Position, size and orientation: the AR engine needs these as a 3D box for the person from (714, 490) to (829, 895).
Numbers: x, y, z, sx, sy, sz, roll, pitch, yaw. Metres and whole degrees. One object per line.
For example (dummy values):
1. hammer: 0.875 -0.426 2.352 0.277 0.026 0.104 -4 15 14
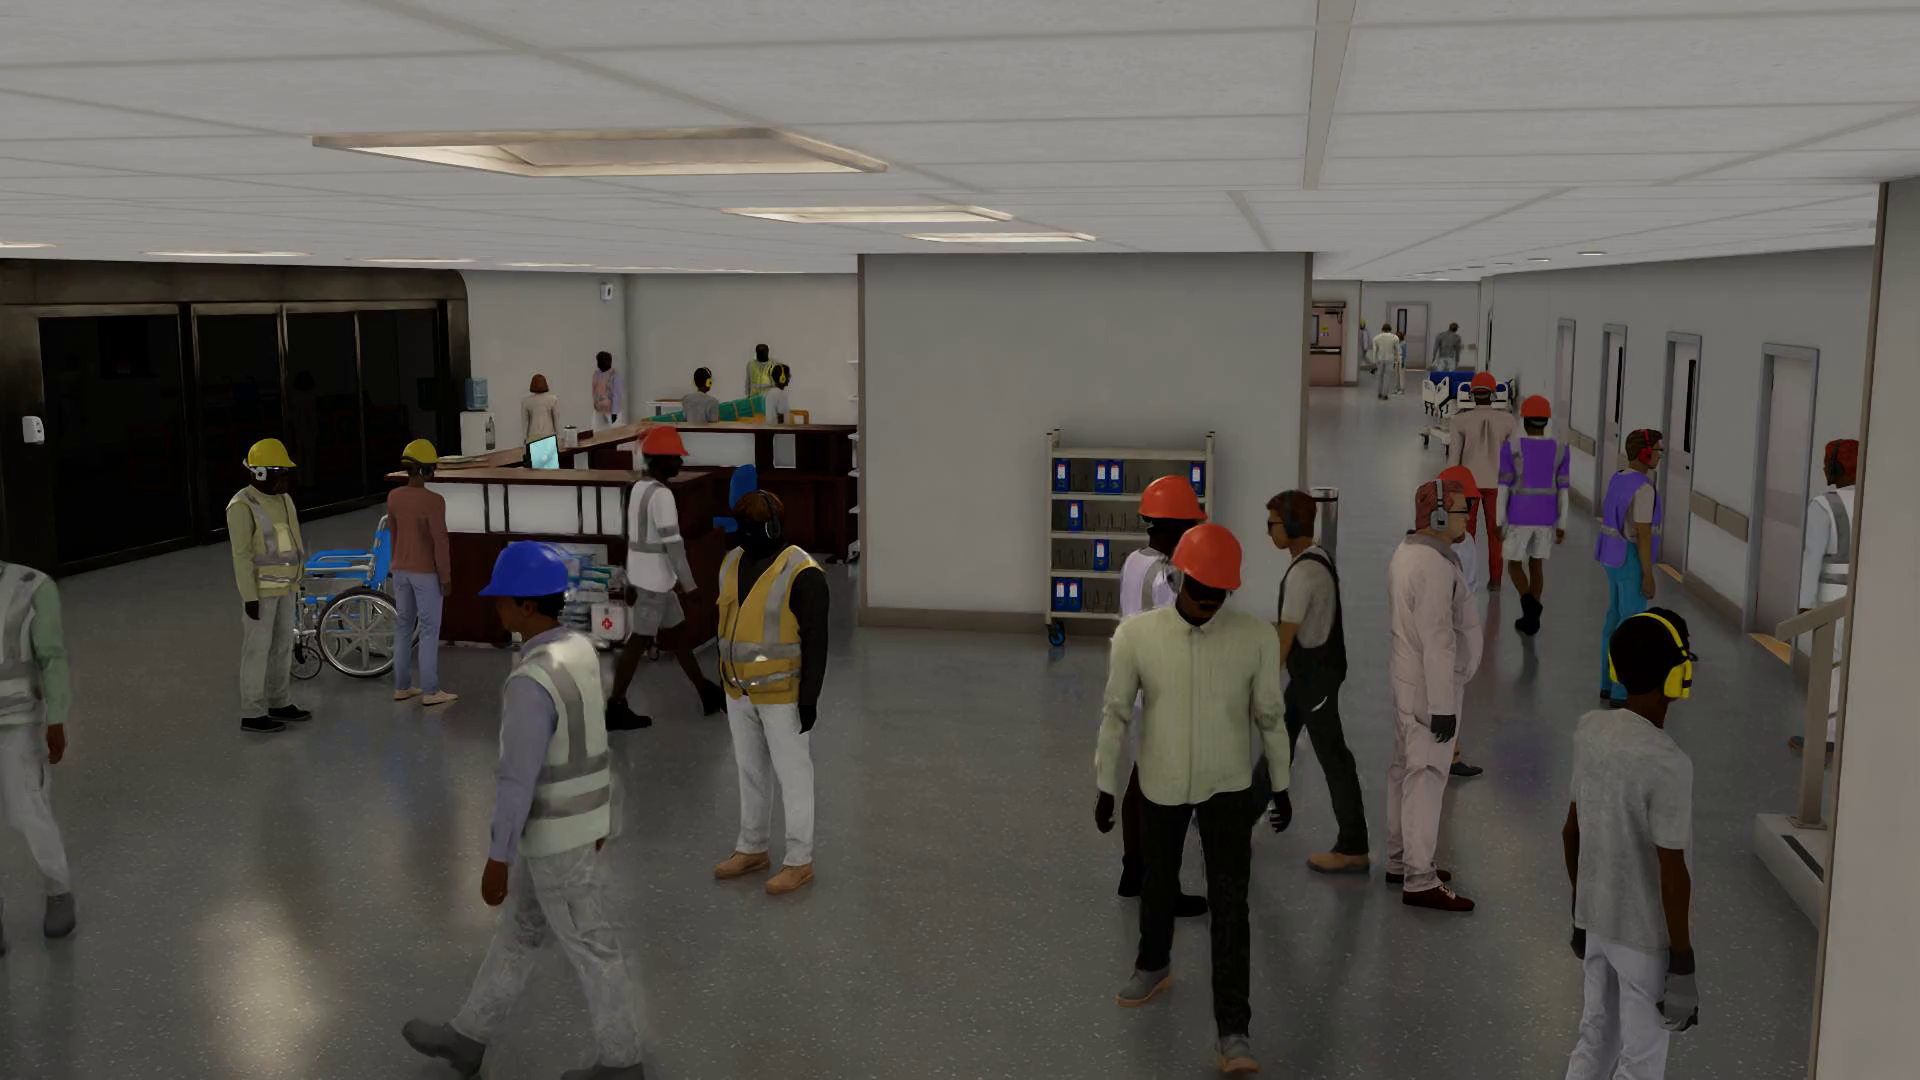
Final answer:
1. person: -0.887 0.685 7.596 0.629 1.842 0.429 7 11 39

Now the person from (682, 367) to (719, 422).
1. person: -2.950 -1.039 19.002 0.499 1.861 0.331 4 9 24

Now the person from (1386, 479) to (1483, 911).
1. person: 2.120 0.675 7.442 0.407 1.910 0.638 0 9 3

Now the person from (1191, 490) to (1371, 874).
1. person: 1.514 0.661 7.843 0.937 1.797 0.525 2 9 16

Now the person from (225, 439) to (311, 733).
1. person: -4.285 0.281 10.353 0.403 1.827 0.590 1 9 9

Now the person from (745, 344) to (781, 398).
1. person: -3.298 -2.371 27.892 0.633 1.837 0.428 1 9 6

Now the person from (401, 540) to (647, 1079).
1. person: -1.496 0.954 5.573 0.937 1.905 0.639 0 9 0

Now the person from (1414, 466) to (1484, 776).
1. person: 2.766 0.453 9.422 0.330 1.751 0.564 -2 9 -16

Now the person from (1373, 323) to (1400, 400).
1. person: 10.664 -4.460 41.547 0.655 1.903 0.913 4 9 24

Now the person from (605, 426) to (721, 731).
1. person: -1.810 0.236 10.402 0.988 1.884 0.550 -3 9 -21

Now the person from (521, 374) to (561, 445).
1. person: -5.495 -1.360 21.843 0.500 1.636 0.286 -2 9 -11

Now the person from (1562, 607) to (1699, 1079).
1. person: 1.892 1.111 4.658 0.316 1.874 0.532 -2 9 -11

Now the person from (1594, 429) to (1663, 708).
1. person: 4.390 0.186 10.935 0.390 1.839 0.561 1 9 4

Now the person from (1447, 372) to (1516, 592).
1. person: 4.717 -0.520 15.091 0.613 1.991 0.392 0 9 3

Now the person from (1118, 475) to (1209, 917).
1. person: 0.900 0.678 7.324 0.359 1.936 0.552 -2 9 -15

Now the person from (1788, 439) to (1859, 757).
1. person: 5.204 0.339 9.816 0.589 1.874 0.362 -3 9 -16

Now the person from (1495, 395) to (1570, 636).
1. person: 4.500 -0.172 13.020 0.547 1.919 0.724 0 9 1

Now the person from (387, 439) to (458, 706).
1. person: -3.565 0.210 11.033 0.520 1.757 0.343 5 10 30

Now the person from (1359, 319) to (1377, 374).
1. person: 13.068 -6.237 53.680 0.839 1.806 0.602 1 9 6

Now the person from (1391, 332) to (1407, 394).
1. person: 11.501 -4.623 43.495 0.310 1.636 0.523 -2 9 -12

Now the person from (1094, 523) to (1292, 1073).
1. person: 0.834 0.885 5.970 0.714 1.917 1.034 1 9 7

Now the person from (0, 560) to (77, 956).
1. person: -4.005 0.762 6.836 0.644 1.915 0.548 -1 9 -8

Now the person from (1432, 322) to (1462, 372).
1. person: 12.533 -4.668 42.992 0.793 1.900 0.382 4 9 23
